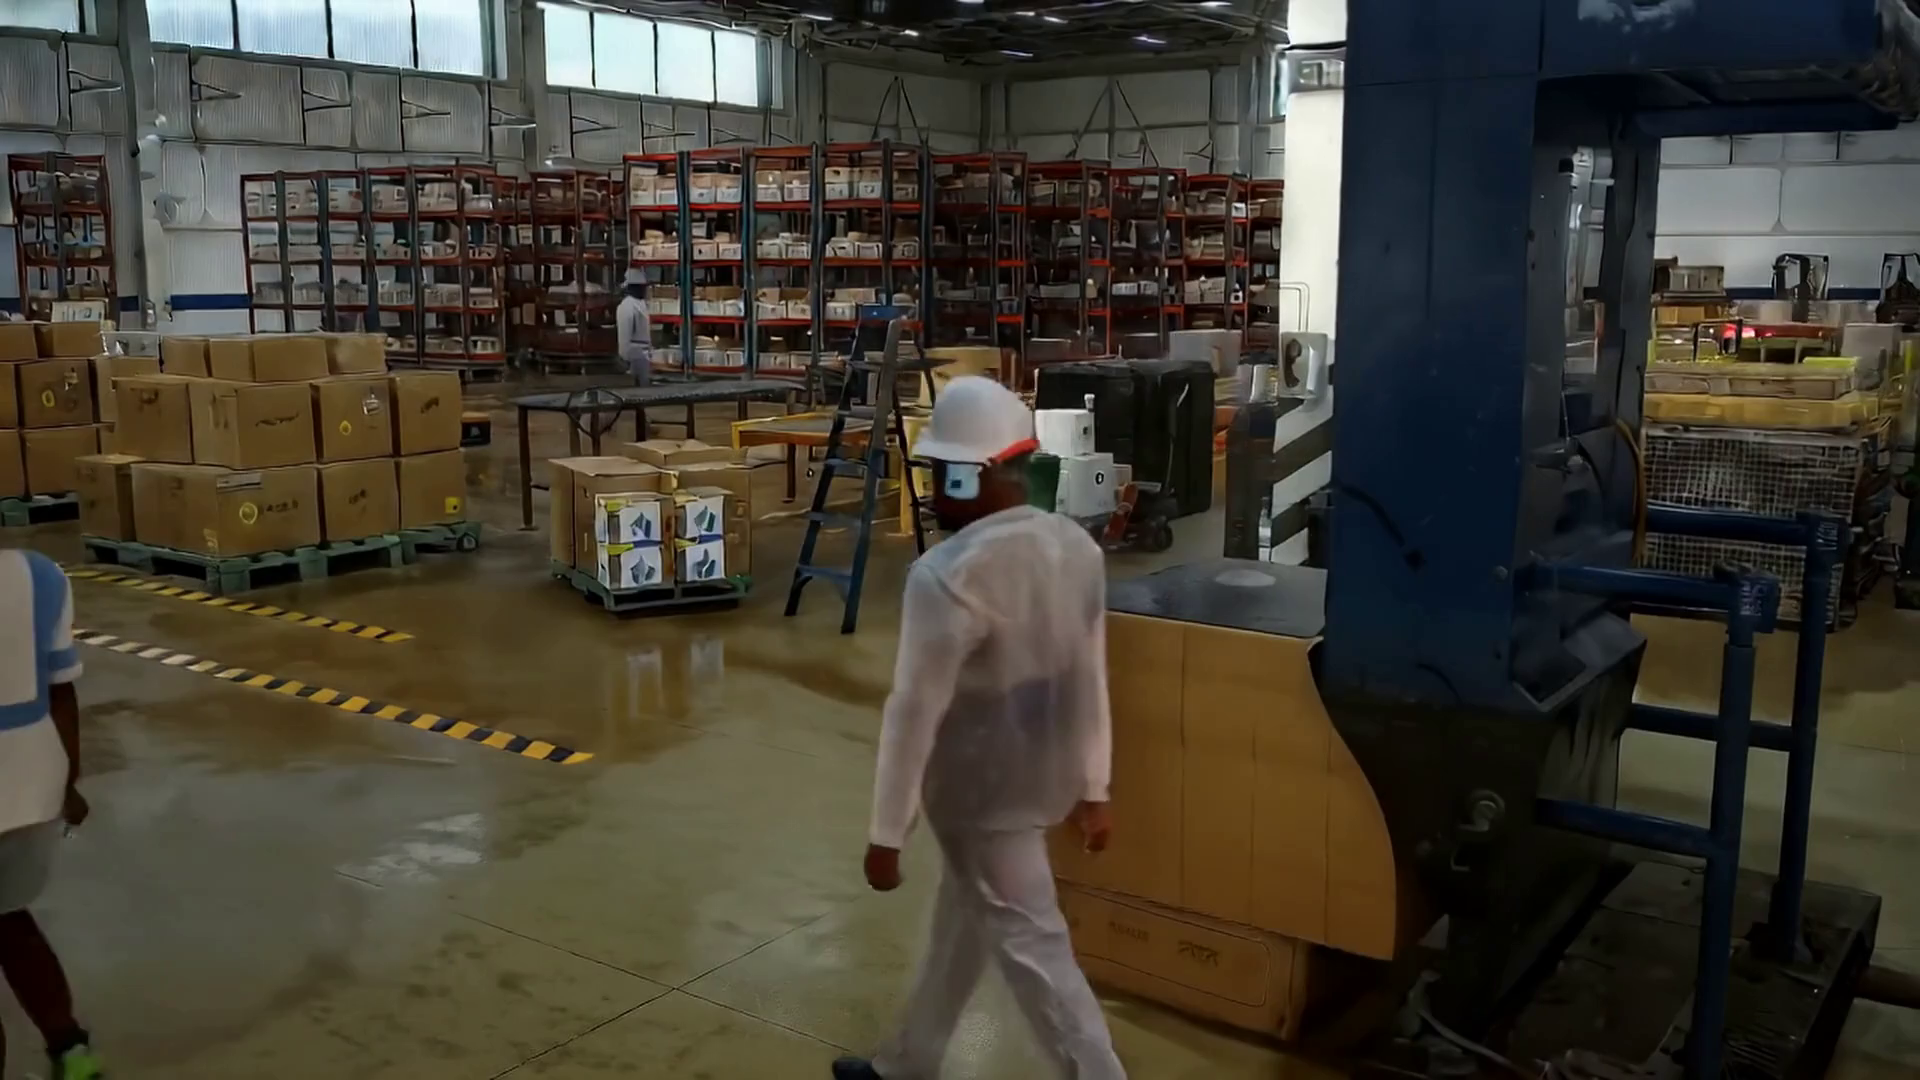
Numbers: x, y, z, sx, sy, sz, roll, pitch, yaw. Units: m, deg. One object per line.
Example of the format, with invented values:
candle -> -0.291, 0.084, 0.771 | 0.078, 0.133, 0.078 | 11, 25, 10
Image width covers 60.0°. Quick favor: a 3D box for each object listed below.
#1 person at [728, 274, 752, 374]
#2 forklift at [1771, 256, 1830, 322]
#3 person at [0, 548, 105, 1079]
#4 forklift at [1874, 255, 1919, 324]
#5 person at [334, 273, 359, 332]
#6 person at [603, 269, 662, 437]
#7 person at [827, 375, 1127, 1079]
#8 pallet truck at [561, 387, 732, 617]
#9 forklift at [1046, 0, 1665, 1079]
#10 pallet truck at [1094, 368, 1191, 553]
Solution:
person -> -3.808, -3.741, 29.076 | 0.889, 1.798, 0.599 | 4, 10, 23
forklift -> 20.253, -5.854, 40.139 | 1.157, 1.987, 2.680 | 7, 12, 35
person -> -2.161, 0.582, 3.601 | 0.363, 1.684, 0.553 | 4, 10, 24
forklift -> 22.089, -5.634, 38.796 | 1.157, 1.987, 2.680 | 6, 11, 33
person -> -12.013, -4.298, 32.400 | 0.575, 1.797, 0.943 | -1, 10, -6
person -> -3.811, -2.151, 19.174 | 0.684, 1.929, 0.615 | 2, 10, 10
person -> 0.081, 0.536, 3.640 | 0.946, 1.784, 0.601 | 6, 11, 34
pallet truck -> -1.981, -0.274, 10.088 | 0.680, 1.201, 1.601 | -5, 11, -28
forklift -> 1.249, -0.137, 4.360 | 1.873, 2.768, 1.129 | 7, 12, 35
pallet truck -> 0.845, -0.609, 11.869 | 1.630, 1.274, 0.653 | 7, 12, 35
